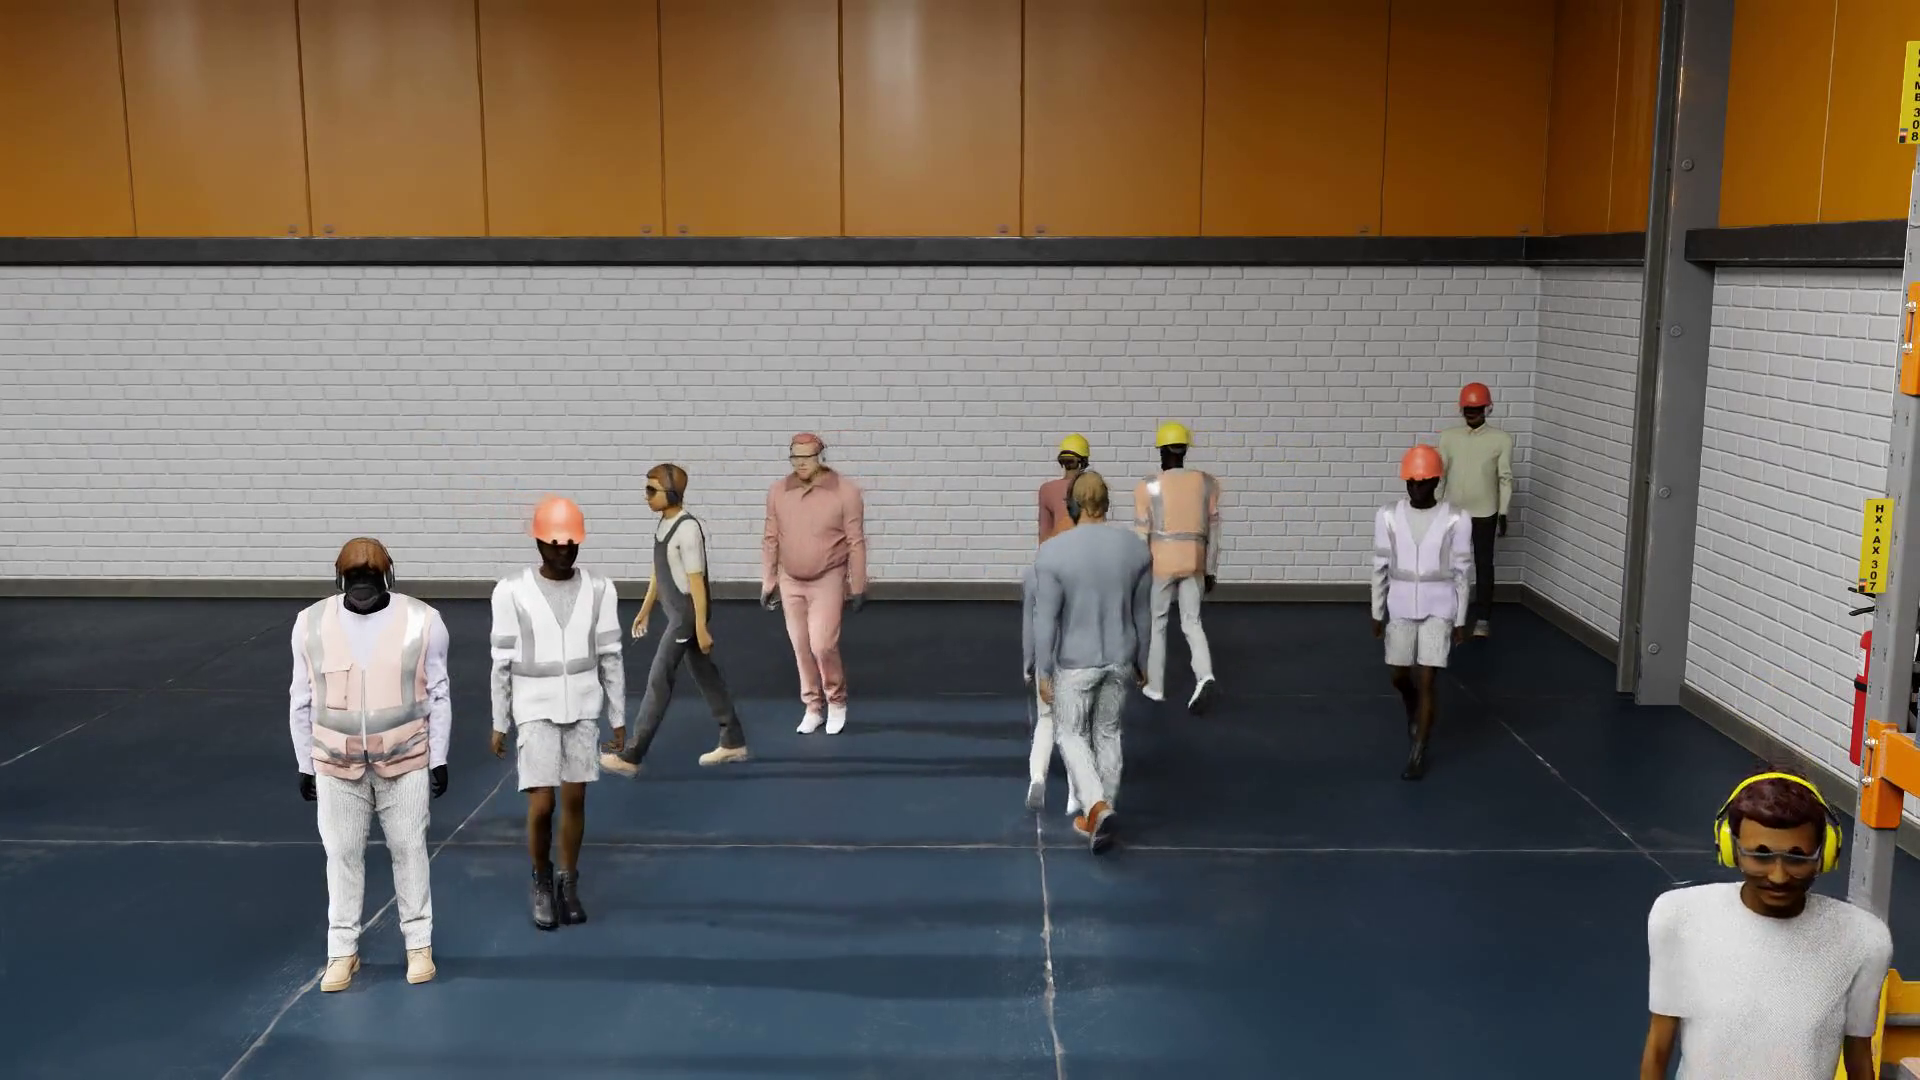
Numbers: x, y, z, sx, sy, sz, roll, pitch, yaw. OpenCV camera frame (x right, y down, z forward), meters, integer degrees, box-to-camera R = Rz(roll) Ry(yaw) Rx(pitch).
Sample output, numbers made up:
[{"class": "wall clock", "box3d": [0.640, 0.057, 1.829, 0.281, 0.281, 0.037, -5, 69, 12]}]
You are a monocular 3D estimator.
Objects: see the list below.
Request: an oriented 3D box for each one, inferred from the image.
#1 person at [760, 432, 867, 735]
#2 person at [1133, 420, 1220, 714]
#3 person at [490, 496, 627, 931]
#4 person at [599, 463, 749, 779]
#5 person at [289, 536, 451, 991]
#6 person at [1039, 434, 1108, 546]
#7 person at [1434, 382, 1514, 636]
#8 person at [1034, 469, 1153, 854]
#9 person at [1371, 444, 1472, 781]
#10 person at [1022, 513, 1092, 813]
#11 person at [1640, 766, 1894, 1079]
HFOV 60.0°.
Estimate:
[{"class": "person", "box3d": [-0.929, 0.276, 10.266, 0.659, 1.885, 0.453, 4, 10, 21]}, {"class": "person", "box3d": [1.431, 0.179, 10.849, 0.606, 1.902, 0.788, -2, 10, -11]}, {"class": "person", "box3d": [-1.733, 0.761, 7.263, 0.573, 1.920, 0.479, -5, 11, -29]}, {"class": "person", "box3d": [-1.650, 0.454, 9.491, 0.952, 1.794, 0.520, -3, 10, -18]}, {"class": "person", "box3d": [-2.370, 0.894, 6.718, 0.623, 1.844, 0.429, -2, 10, -13]}, {"class": "person", "box3d": [0.779, 0.157, 11.383, 0.526, 1.765, 0.338, 6, 11, 33]}, {"class": "person", "box3d": [4.010, -0.244, 13.077, 0.616, 1.992, 0.393, 6, 11, 30]}, {"class": "person", "box3d": [0.684, 0.616, 8.160, 0.657, 1.916, 0.618, -3, 10, -20]}, {"class": "person", "box3d": [2.674, 0.377, 9.618, 0.552, 1.917, 0.749, 5, 11, 27]}, {"class": "person", "box3d": [0.548, 0.669, 8.708, 0.510, 1.621, 0.485, 3, 10, 19]}, {"class": "person", "box3d": [1.753, 1.395, 3.695, 0.483, 1.843, 0.471, 5, 11, 26]}]
